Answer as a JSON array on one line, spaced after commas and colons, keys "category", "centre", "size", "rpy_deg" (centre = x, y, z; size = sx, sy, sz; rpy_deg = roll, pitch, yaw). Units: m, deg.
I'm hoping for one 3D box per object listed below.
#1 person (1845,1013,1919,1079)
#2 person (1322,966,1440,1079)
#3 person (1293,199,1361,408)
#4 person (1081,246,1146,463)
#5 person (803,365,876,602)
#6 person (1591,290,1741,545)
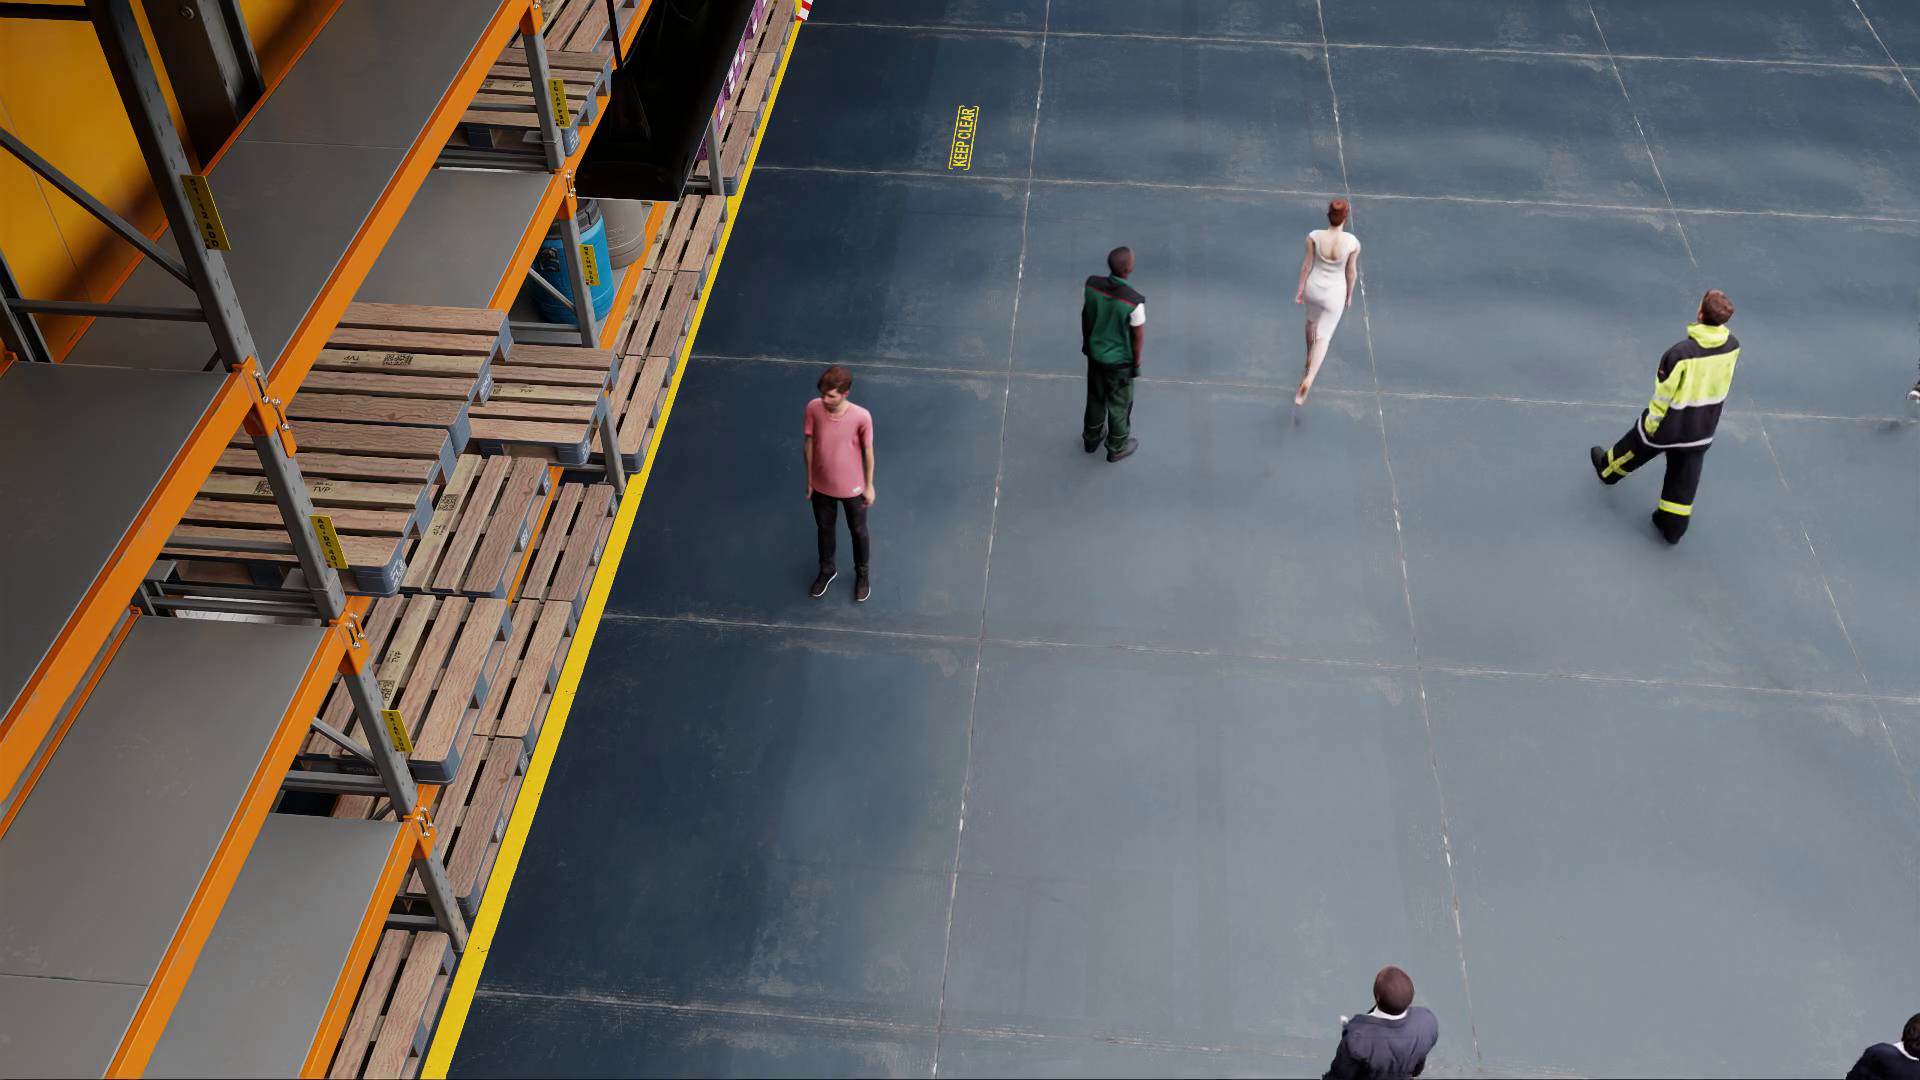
[{"category": "person", "centre": [4.671, 2.817, 8.404], "size": [0.546, 1.219, 0.615], "rpy_deg": [10, 45, 11]}, {"category": "person", "centre": [2.027, 2.742, 8.066], "size": [0.948, 1.796, 1.279], "rpy_deg": [-8, 44, -9]}, {"category": "person", "centre": [2.791, -1.813, 12.869], "size": [0.810, 1.766, 1.149], "rpy_deg": [17, 46, 17]}, {"category": "person", "centre": [1.130, -1.381, 12.363], "size": [0.783, 1.839, 0.804], "rpy_deg": [29, 51, 27]}, {"category": "person", "centre": [-0.807, -0.406, 11.249], "size": [0.653, 1.962, 0.579], "rpy_deg": [8, 44, 8]}, {"category": "person", "centre": [5.121, -0.815, 11.702], "size": [1.033, 1.930, 1.315], "rpy_deg": [-9, 44, -10]}]
